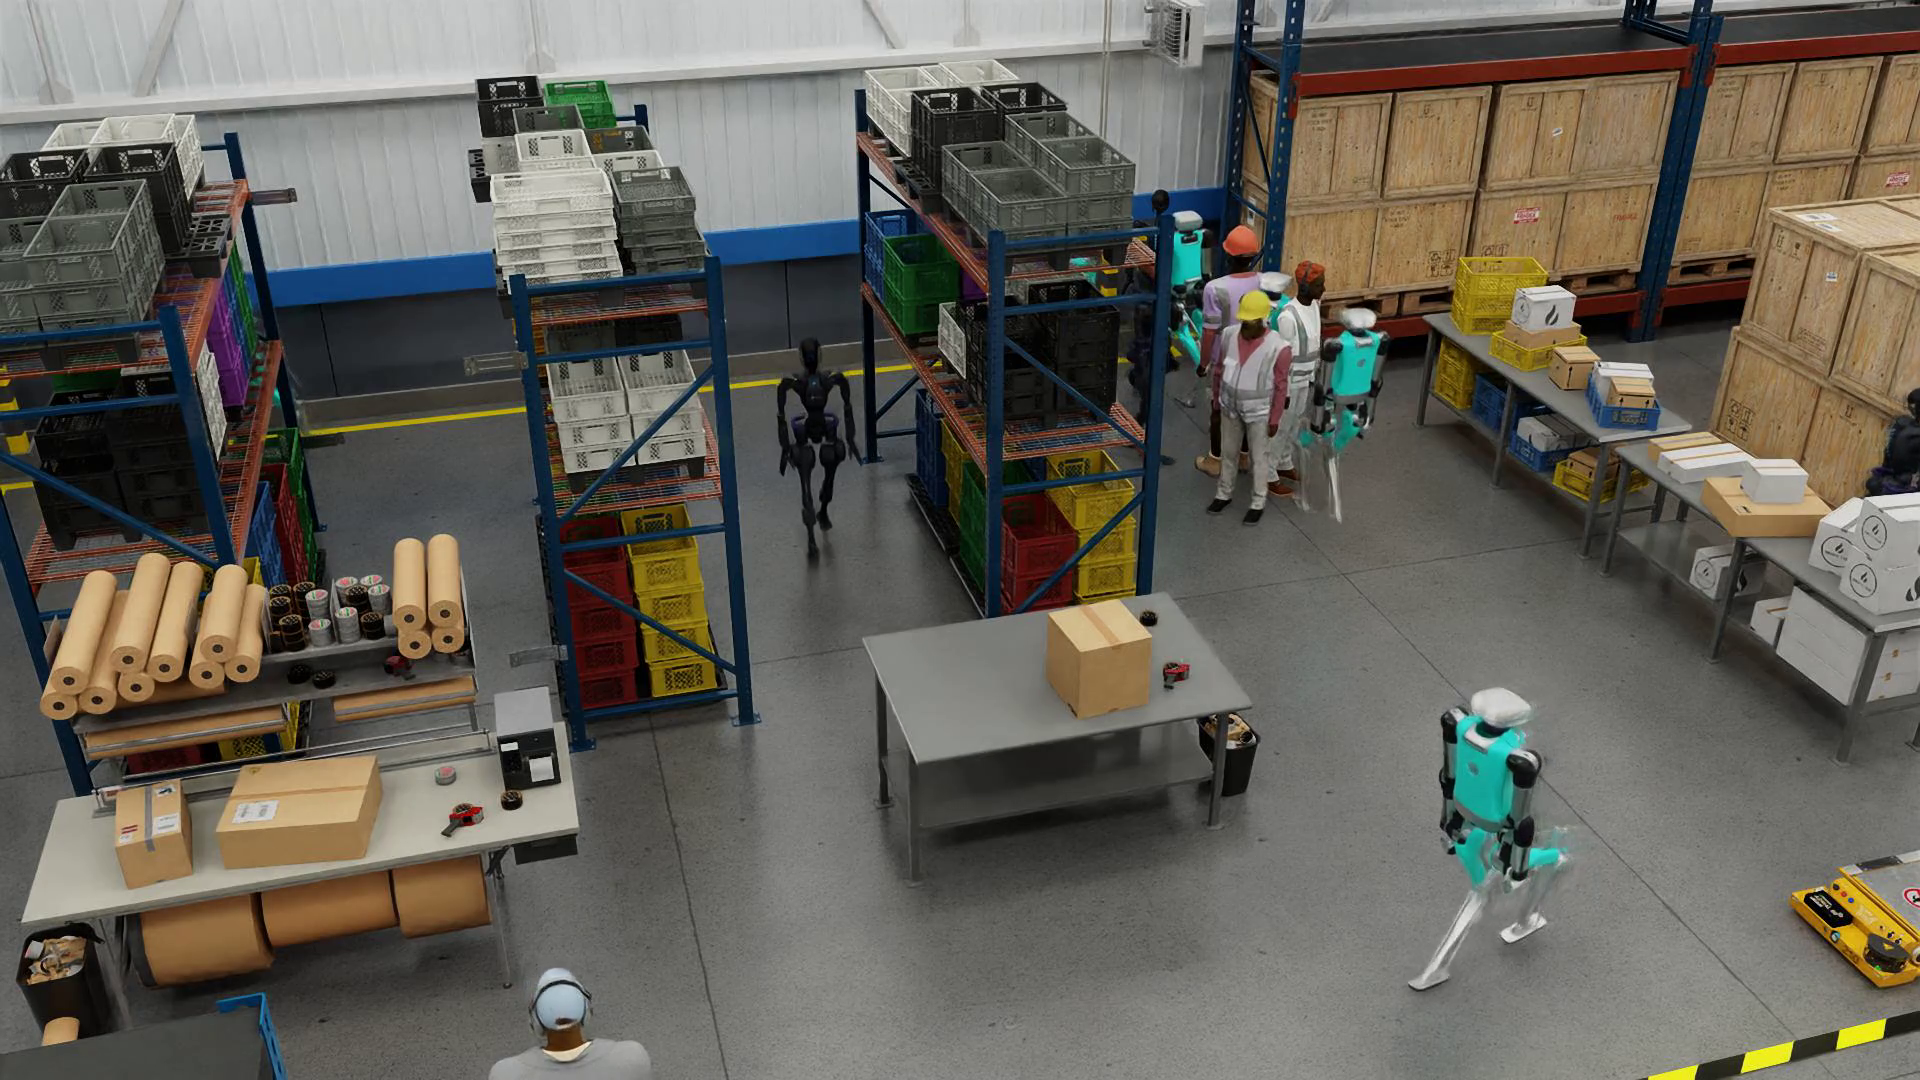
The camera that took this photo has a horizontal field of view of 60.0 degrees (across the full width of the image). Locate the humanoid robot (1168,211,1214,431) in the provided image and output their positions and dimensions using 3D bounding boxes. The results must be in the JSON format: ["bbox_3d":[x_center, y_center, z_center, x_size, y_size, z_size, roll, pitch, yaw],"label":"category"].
[{"bbox_3d":[2.055,-1.784,13.913,0.551,1.790,0.939,-14,32,-24],"label":"humanoid robot"}]

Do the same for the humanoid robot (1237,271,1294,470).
[{"bbox_3d":[2.452,-1.362,13.092,0.562,1.735,0.853,11,31,19],"label":"humanoid robot"}]

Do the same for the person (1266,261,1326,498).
[{"bbox_3d":[2.561,-1.234,12.740,0.339,1.877,0.572,18,33,29],"label":"person"}]

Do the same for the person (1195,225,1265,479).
[{"bbox_3d":[2.127,-1.455,12.965,0.606,2.048,0.366,-9,30,-16],"label":"person"}]

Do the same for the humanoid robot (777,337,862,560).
[{"bbox_3d":[-1.013,-0.696,12.022,0.600,1.618,0.809,-6,29,-10],"label":"humanoid robot"}]

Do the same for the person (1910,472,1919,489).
[{"bbox_3d":[6.697,-0.452,11.256,0.414,1.939,0.609,-25,37,-38],"label":"person"}]

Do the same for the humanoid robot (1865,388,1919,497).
[{"bbox_3d":[6.220,-0.273,11.196,0.490,1.638,0.587,1,29,3],"label":"humanoid robot"}]

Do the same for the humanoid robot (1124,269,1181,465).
[{"bbox_3d":[1.575,-1.416,13.280,0.562,1.649,0.601,17,33,27],"label":"humanoid robot"}]

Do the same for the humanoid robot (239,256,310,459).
[{"bbox_3d":[-5.480,-1.401,13.241,0.711,1.843,0.532,-4,29,-7],"label":"humanoid robot"}]

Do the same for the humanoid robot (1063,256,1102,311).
[{"bbox_3d":[0.681,-1.775,13.887,0.942,1.764,0.536,17,33,27],"label":"humanoid robot"}]

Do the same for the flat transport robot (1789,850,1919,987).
[{"bbox_3d":[5.163,1.916,8.676,1.431,0.231,0.659,-8,30,-14],"label":"flat transport robot"}]

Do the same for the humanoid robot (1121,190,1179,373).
[{"bbox_3d":[1.744,-2.321,14.907,0.599,1.657,0.315,7,29,12],"label":"humanoid robot"}]

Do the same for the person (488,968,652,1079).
[{"bbox_3d":[-1.411,2.337,6.264,0.598,1.850,0.388,-7,29,-12],"label":"person"}]

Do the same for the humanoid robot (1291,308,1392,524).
[{"bbox_3d":[2.741,-0.977,12.429,0.540,1.774,0.811,-9,30,-16],"label":"humanoid robot"}]

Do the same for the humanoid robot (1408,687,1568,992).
[{"bbox_3d":[2.704,1.418,8.130,1.038,1.769,0.533,-17,33,-28],"label":"humanoid robot"}]

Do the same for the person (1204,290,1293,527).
[{"bbox_3d":[2.122,-0.984,12.330,0.589,1.831,0.403,20,34,31],"label":"person"}]
